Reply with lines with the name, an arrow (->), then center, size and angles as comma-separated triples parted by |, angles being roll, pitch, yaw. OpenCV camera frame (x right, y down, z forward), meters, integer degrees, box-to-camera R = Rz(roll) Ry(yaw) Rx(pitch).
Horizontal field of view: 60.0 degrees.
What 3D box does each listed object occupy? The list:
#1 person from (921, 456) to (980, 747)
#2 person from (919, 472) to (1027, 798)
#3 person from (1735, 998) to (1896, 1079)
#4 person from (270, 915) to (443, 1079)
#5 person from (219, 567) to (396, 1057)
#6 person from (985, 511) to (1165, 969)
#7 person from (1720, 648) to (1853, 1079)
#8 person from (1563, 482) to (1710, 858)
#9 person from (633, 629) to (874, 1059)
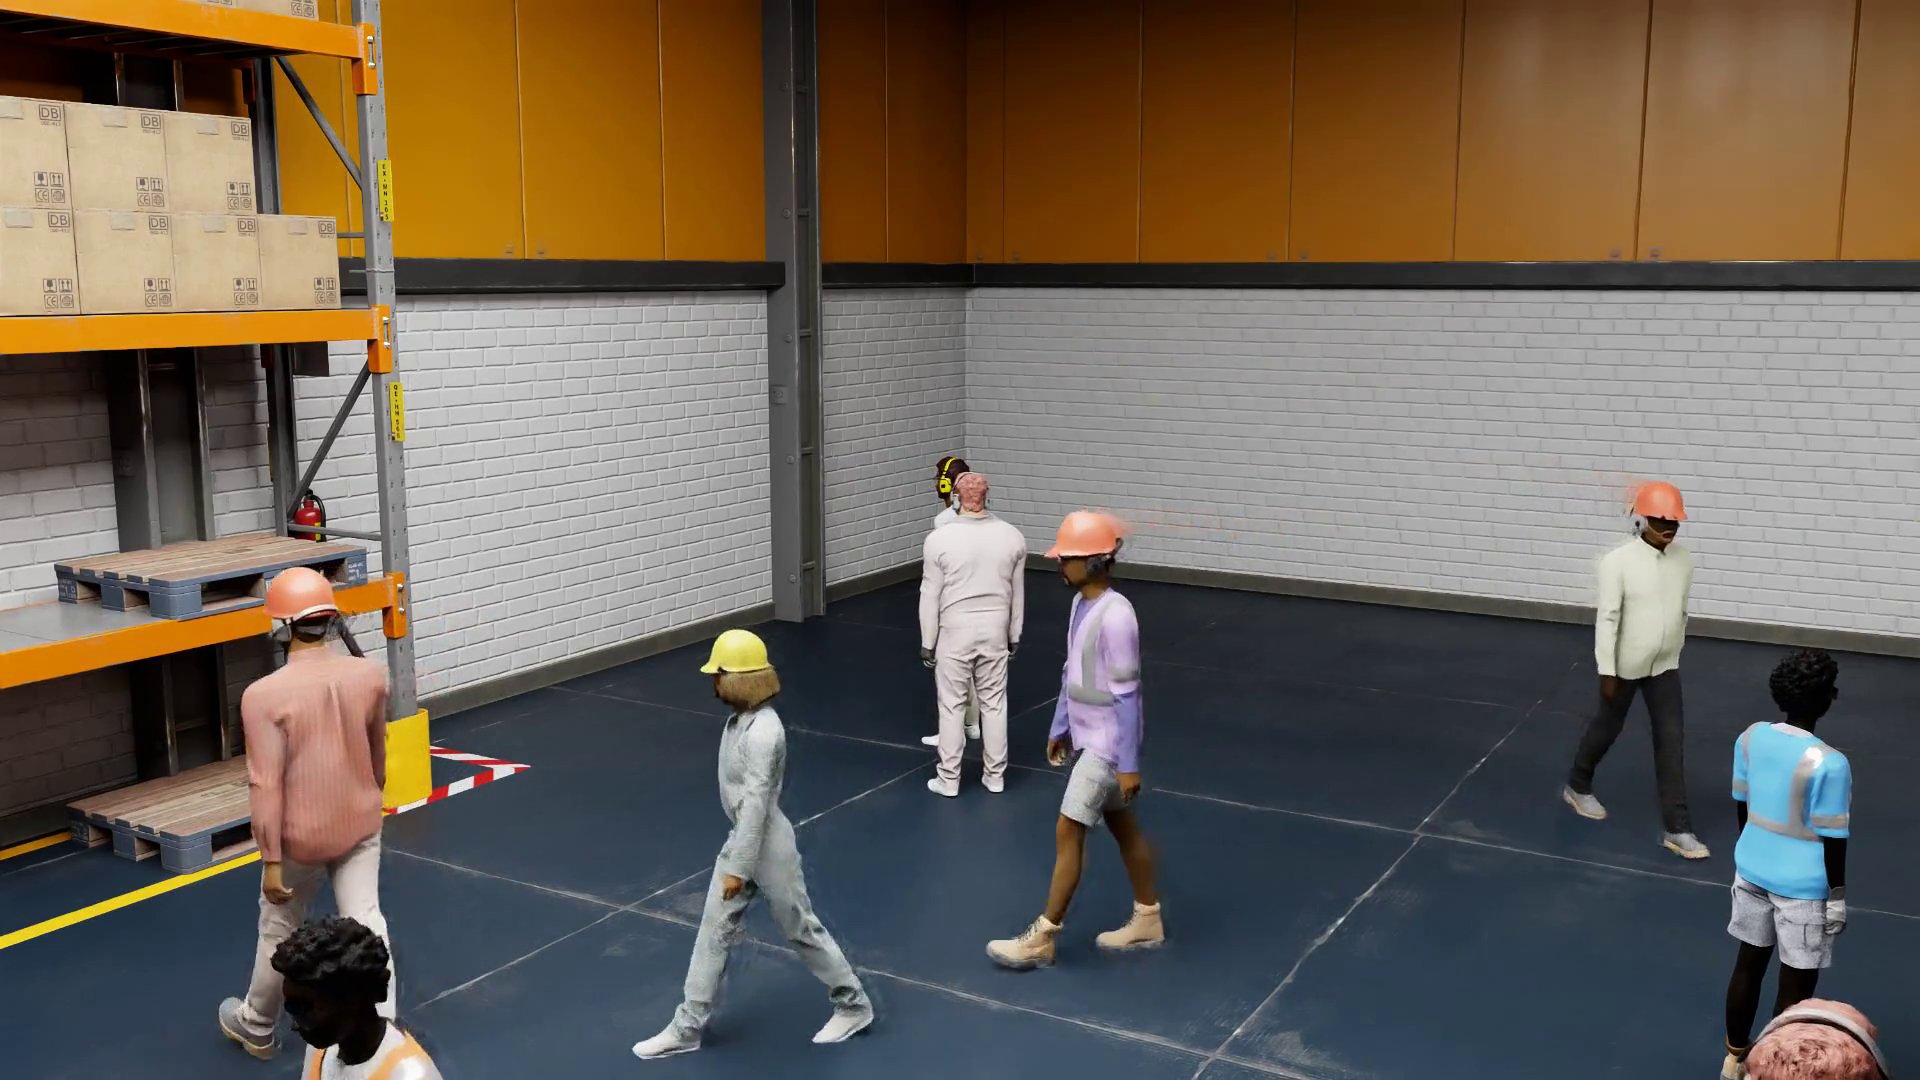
person -> -0.047, 0.396, 10.682 | 0.329, 1.872, 0.508 | 5, 10, 29
person -> 0.059, 0.550, 9.648 | 0.646, 1.897, 0.398 | -4, 10, -22
person -> 1.325, 1.667, 2.686 | 0.639, 1.899, 0.395 | 8, 12, 40
person -> -1.292, 1.621, 3.650 | 0.630, 1.651, 0.719 | 9, 13, 44
person -> -2.469, 1.061, 6.274 | 1.005, 1.942, 0.640 | 7, 11, 36
person -> 0.501, 0.873, 7.285 | 0.956, 1.998, 0.638 | -1, 9, -8
person -> 3.006, 1.228, 6.020 | 0.317, 1.700, 0.539 | -2, 9, -13
person -> 3.628, 0.642, 8.922 | 0.638, 1.948, 1.019 | -3, 9, -15
person -> -0.763, 1.171, 6.421 | 0.935, 1.694, 0.504 | -4, 10, -21
